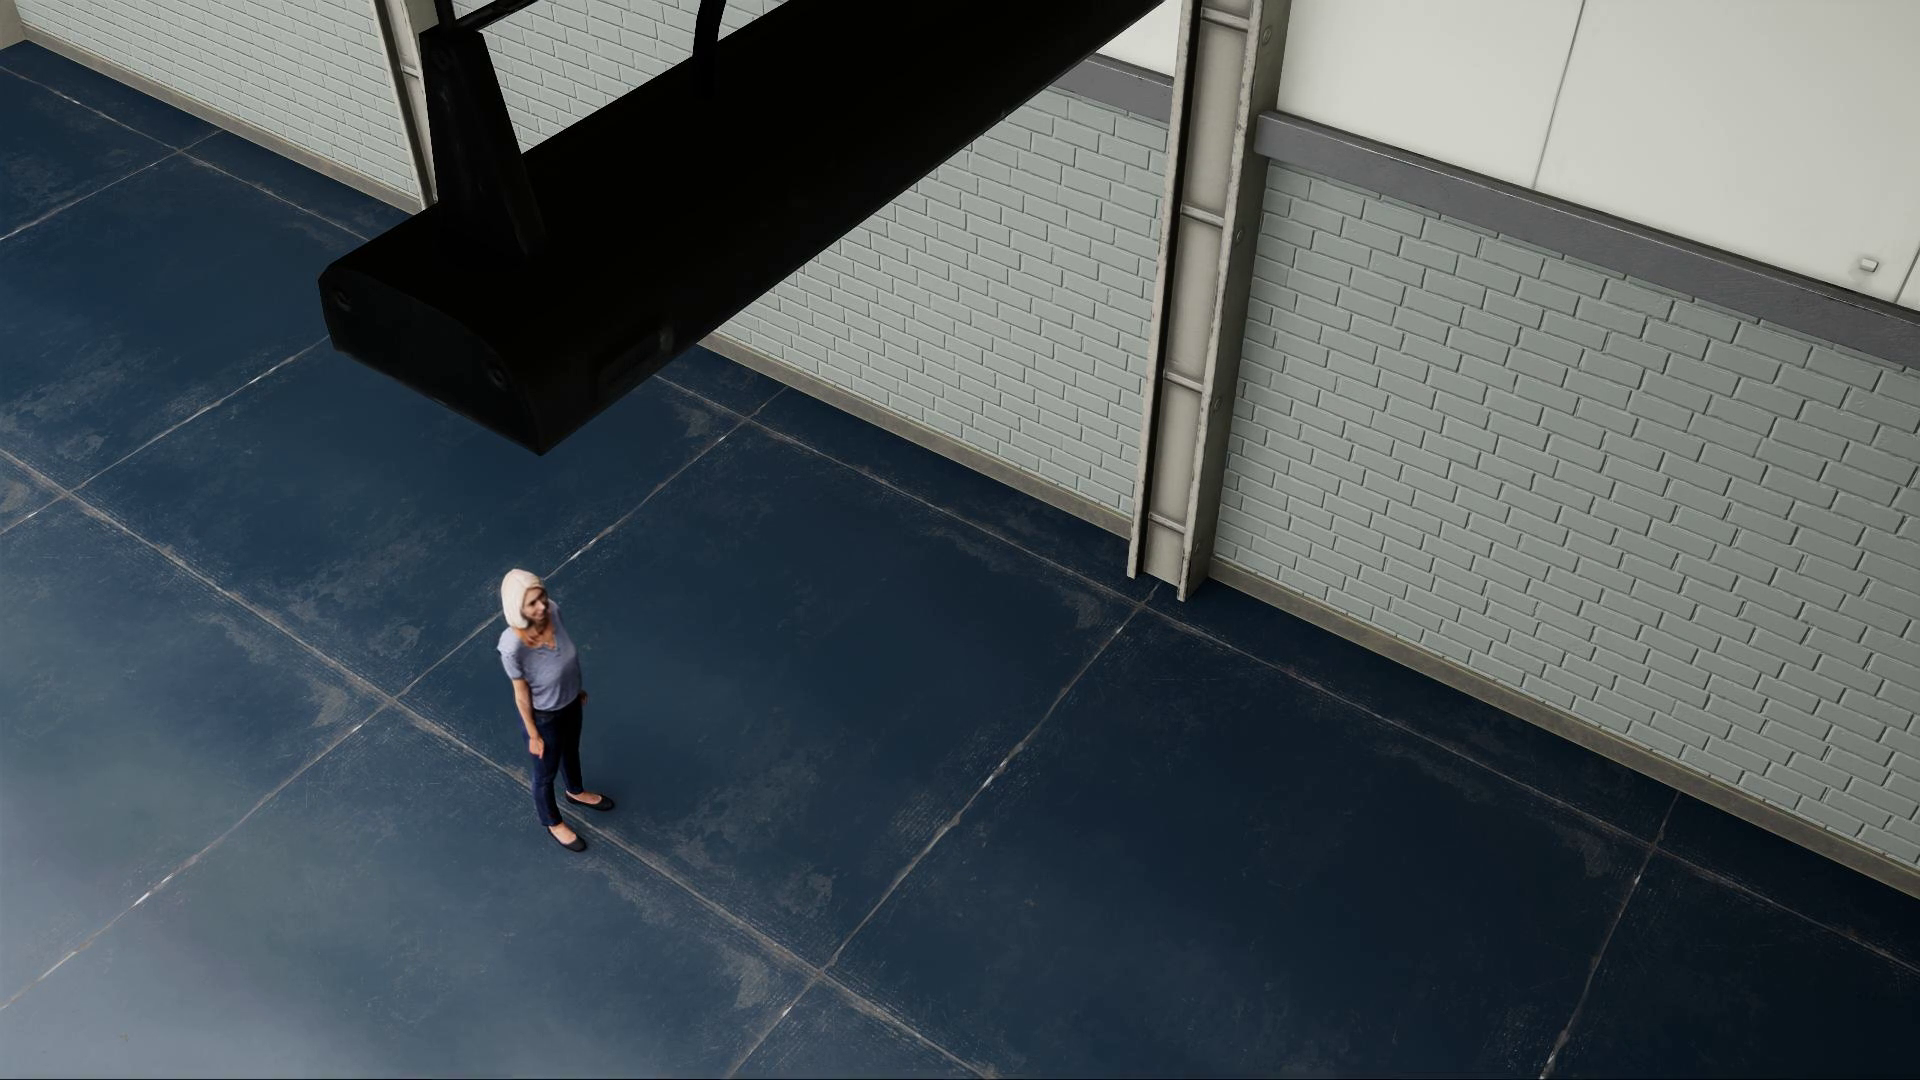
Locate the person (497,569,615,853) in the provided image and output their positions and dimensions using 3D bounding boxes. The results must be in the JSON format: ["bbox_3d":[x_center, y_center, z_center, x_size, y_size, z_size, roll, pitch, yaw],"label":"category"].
[{"bbox_3d":[-1.973,0.788,7.972,0.570,1.722,0.609,17,46,17],"label":"person"}]
